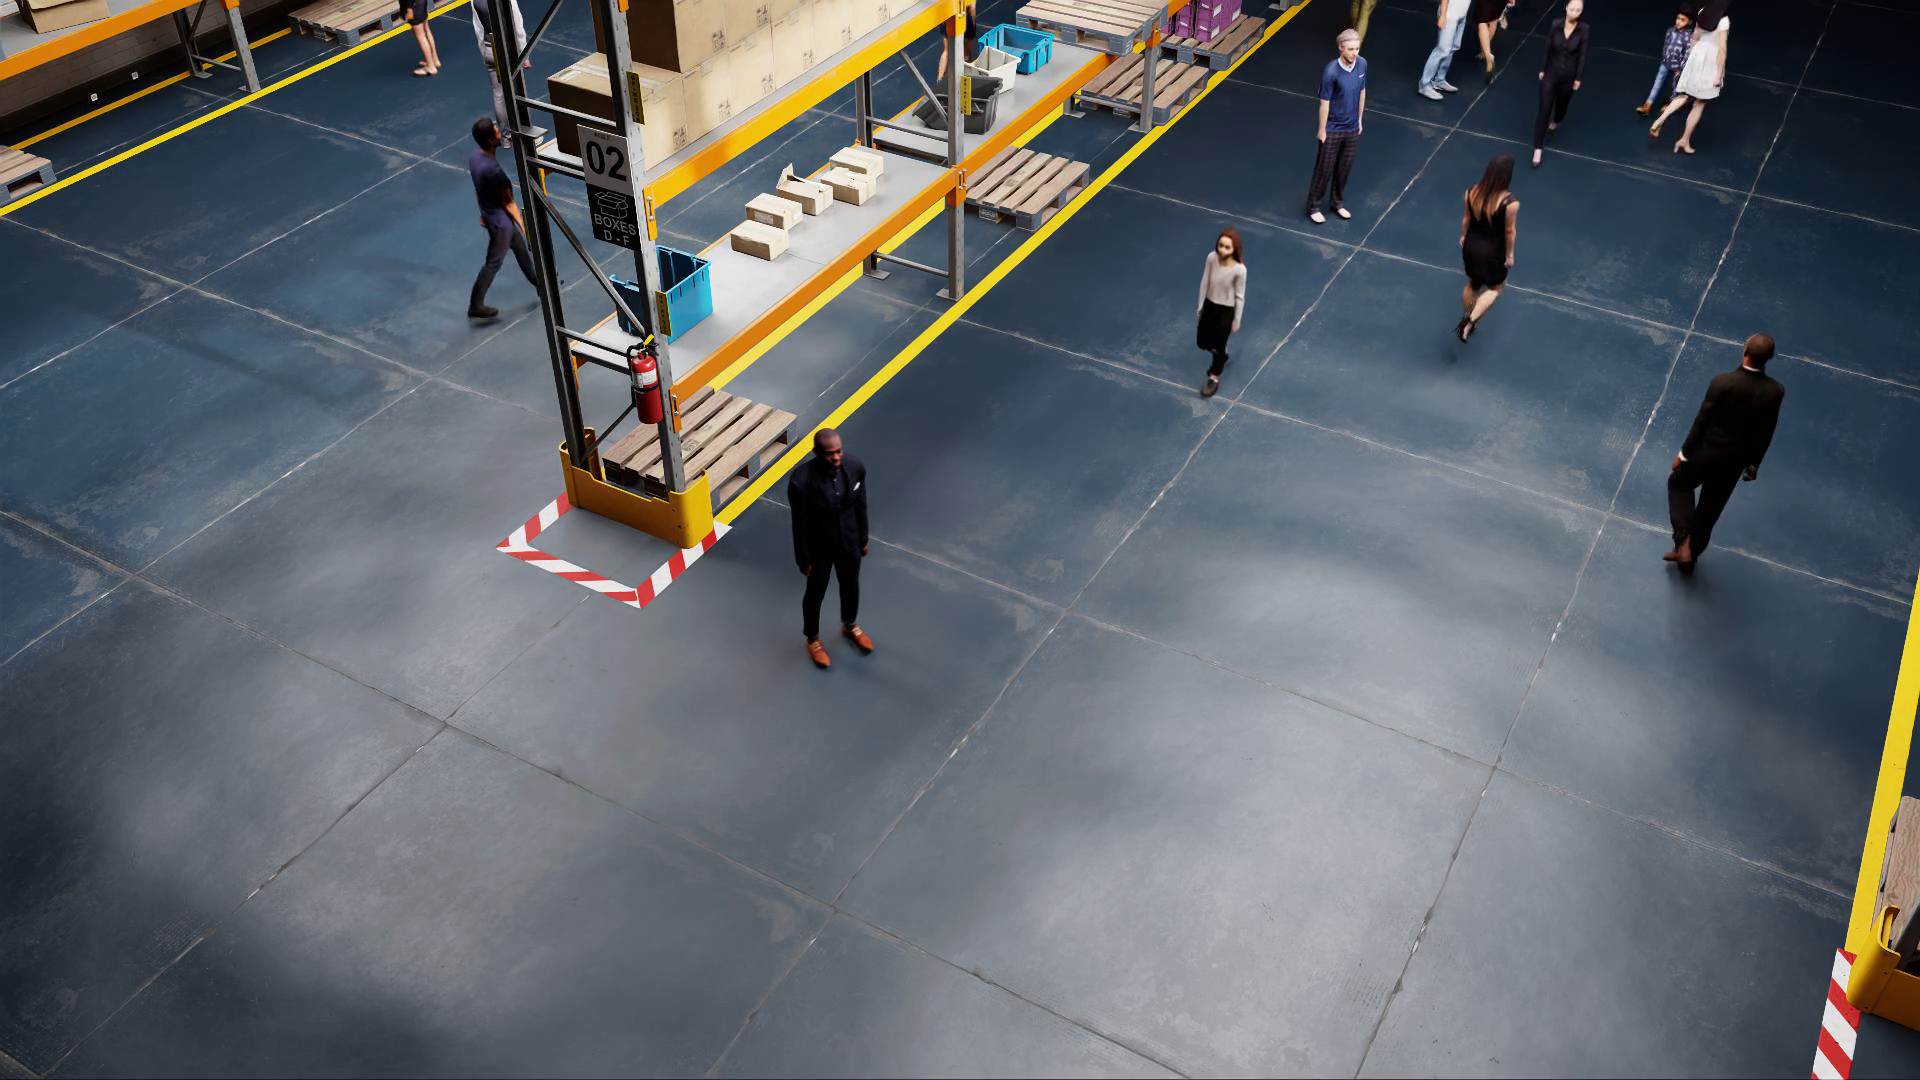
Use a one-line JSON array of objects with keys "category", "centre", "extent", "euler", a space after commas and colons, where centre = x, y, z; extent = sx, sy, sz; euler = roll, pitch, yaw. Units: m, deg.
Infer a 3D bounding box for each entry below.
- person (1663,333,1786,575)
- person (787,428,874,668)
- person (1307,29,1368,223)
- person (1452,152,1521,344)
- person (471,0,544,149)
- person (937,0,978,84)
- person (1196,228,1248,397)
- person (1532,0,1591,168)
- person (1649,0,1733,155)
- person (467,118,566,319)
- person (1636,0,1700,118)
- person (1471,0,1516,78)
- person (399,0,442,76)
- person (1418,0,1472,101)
[{"category": "person", "centre": [5.181, -0.515, 11.326], "extent": [0.861, 1.887, 0.886], "euler": [5, 39, 6]}, {"category": "person", "centre": [-0.835, 0.020, 10.715], "extent": [0.716, 1.815, 0.838], "euler": [-20, 43, -24]}, {"category": "person", "centre": [3.533, -3.880, 15.559], "extent": [0.695, 1.864, 0.805], "euler": [-17, 42, -20]}, {"category": "person", "centre": [4.338, -2.371, 13.797], "extent": [0.854, 1.705, 0.814], "euler": [-28, 46, -30]}, {"category": "person", "centre": [-4.613, -4.904, 16.782], "extent": [0.730, 1.938, 0.678], "euler": [7, 39, 8]}, {"category": "person", "centre": [-0.056, -5.499, 17.750], "extent": [0.645, 1.659, 0.923], "euler": [16, 41, 19]}, {"category": "person", "centre": [2.116, -1.864, 13.347], "extent": [0.600, 1.474, 0.689], "euler": [26, 45, 29]}, {"category": "person", "centre": [6.010, -4.622, 16.636], "extent": [0.657, 1.679, 1.090], "euler": [15, 41, 18]}, {"category": "person", "centre": [7.342, -4.679, 16.645], "extent": [0.995, 1.758, 0.935], "euler": [-8, 39, -10]}, {"category": "person", "centre": [-3.999, -2.673, 14.141], "extent": [1.251, 1.747, 1.030], "euler": [-20, 43, -23]}, {"category": "person", "centre": [7.578, -5.059, 17.559], "extent": [0.924, 1.211, 0.711], "euler": [-24, 45, -27]}, {"category": "person", "centre": [5.886, -5.950, 18.258], "extent": [0.953, 1.731, 1.118], "euler": [-1, 39, -2]}, {"category": "person", "centre": [-6.025, -5.938, 18.383], "extent": [0.694, 1.555, 0.606], "euler": [1, 39, 1]}, {"category": "person", "centre": [5.269, -5.677, 17.820], "extent": [0.596, 1.850, 0.817], "euler": [-29, 47, -31]}]
